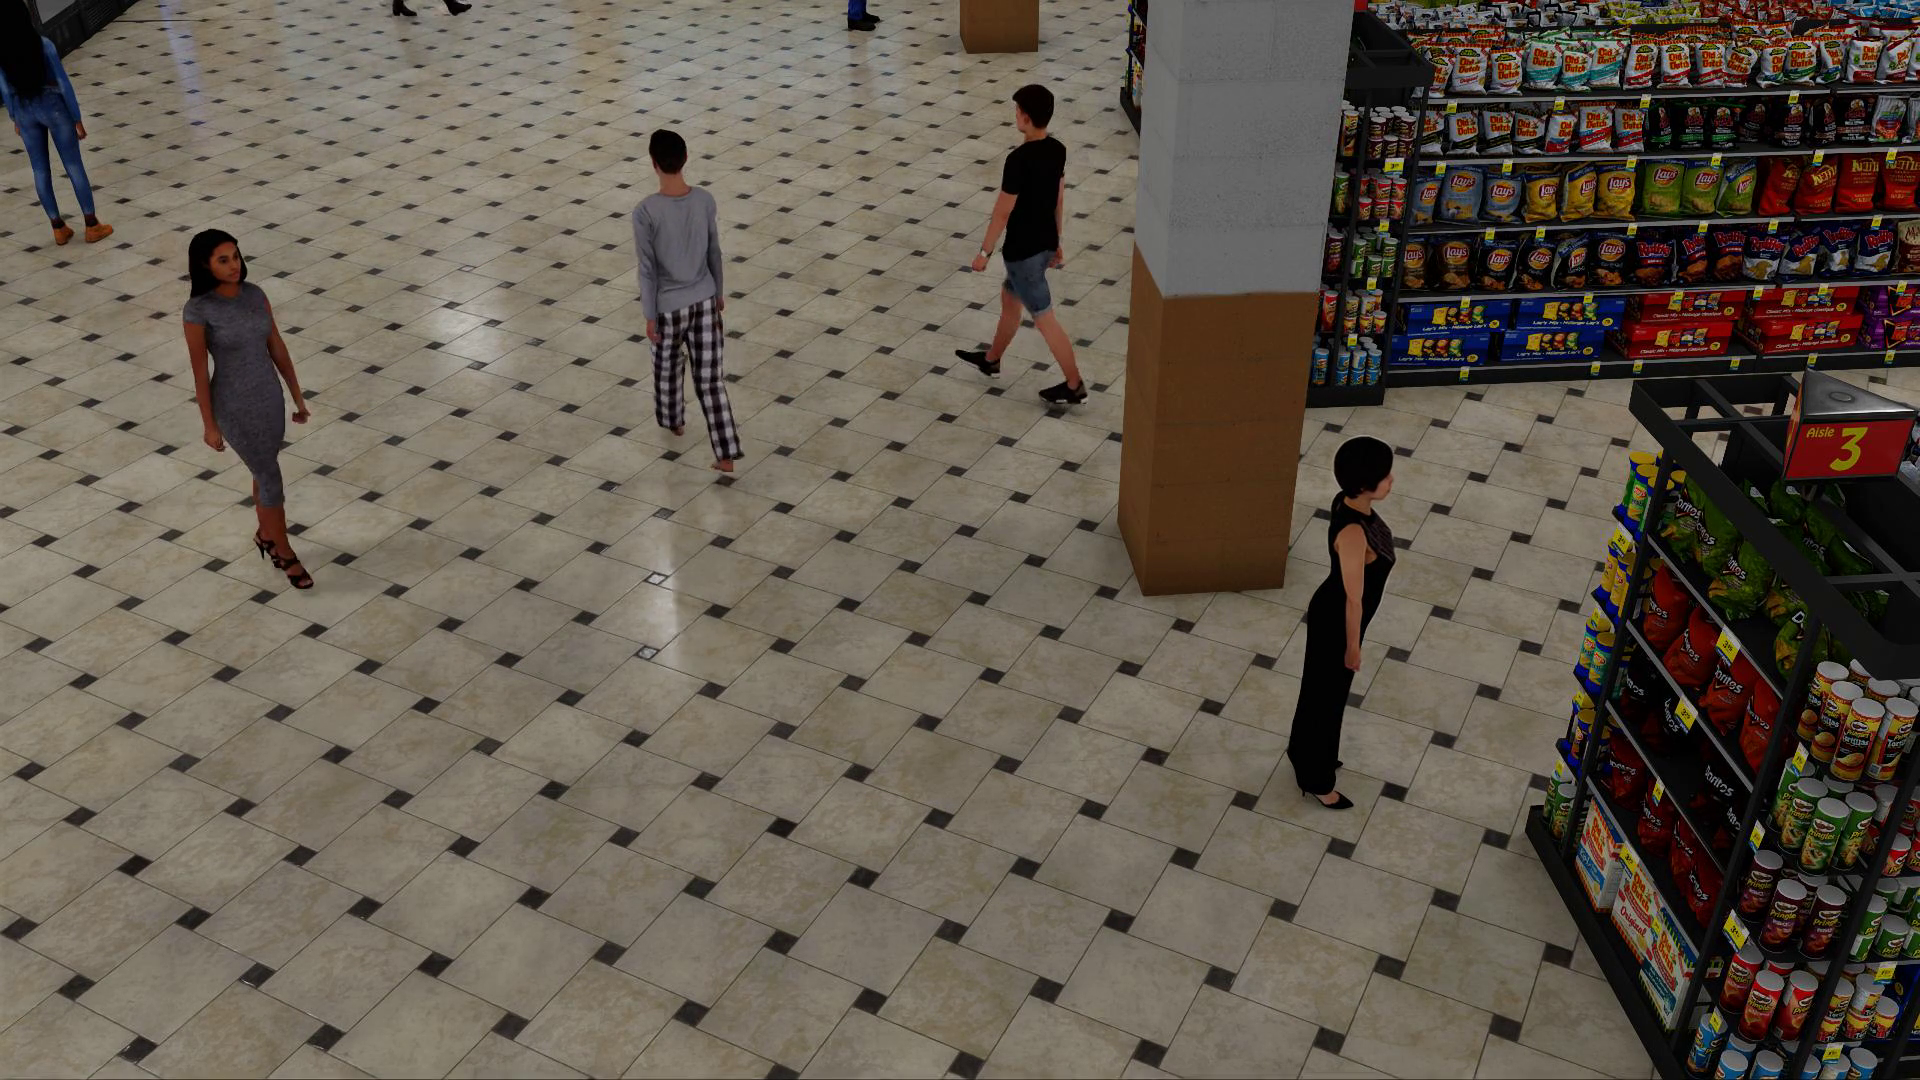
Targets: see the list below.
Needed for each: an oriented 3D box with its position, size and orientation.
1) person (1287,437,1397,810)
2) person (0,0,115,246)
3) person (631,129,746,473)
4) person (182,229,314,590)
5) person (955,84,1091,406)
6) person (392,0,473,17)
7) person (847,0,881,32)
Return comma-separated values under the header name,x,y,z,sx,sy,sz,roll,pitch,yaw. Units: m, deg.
name,x,y,z,sx,sy,sz,roll,pitch,yaw
person,1.463,0.318,6.446,0.553,1.604,0.604,2,32,3
person,-6.338,-2.899,11.515,0.456,1.712,0.666,-3,32,-5
person,-1.401,-1.179,8.666,1.196,1.801,1.024,-16,35,-24
person,-3.389,-0.613,7.790,0.863,1.766,0.796,16,35,24
person,0.473,-1.589,9.320,1.270,1.806,1.105,17,36,26
person,-5.580,-6.059,16.602,1.089,1.703,0.705,0,32,0
person,-0.983,-5.995,16.395,0.663,1.812,0.724,5,32,9
